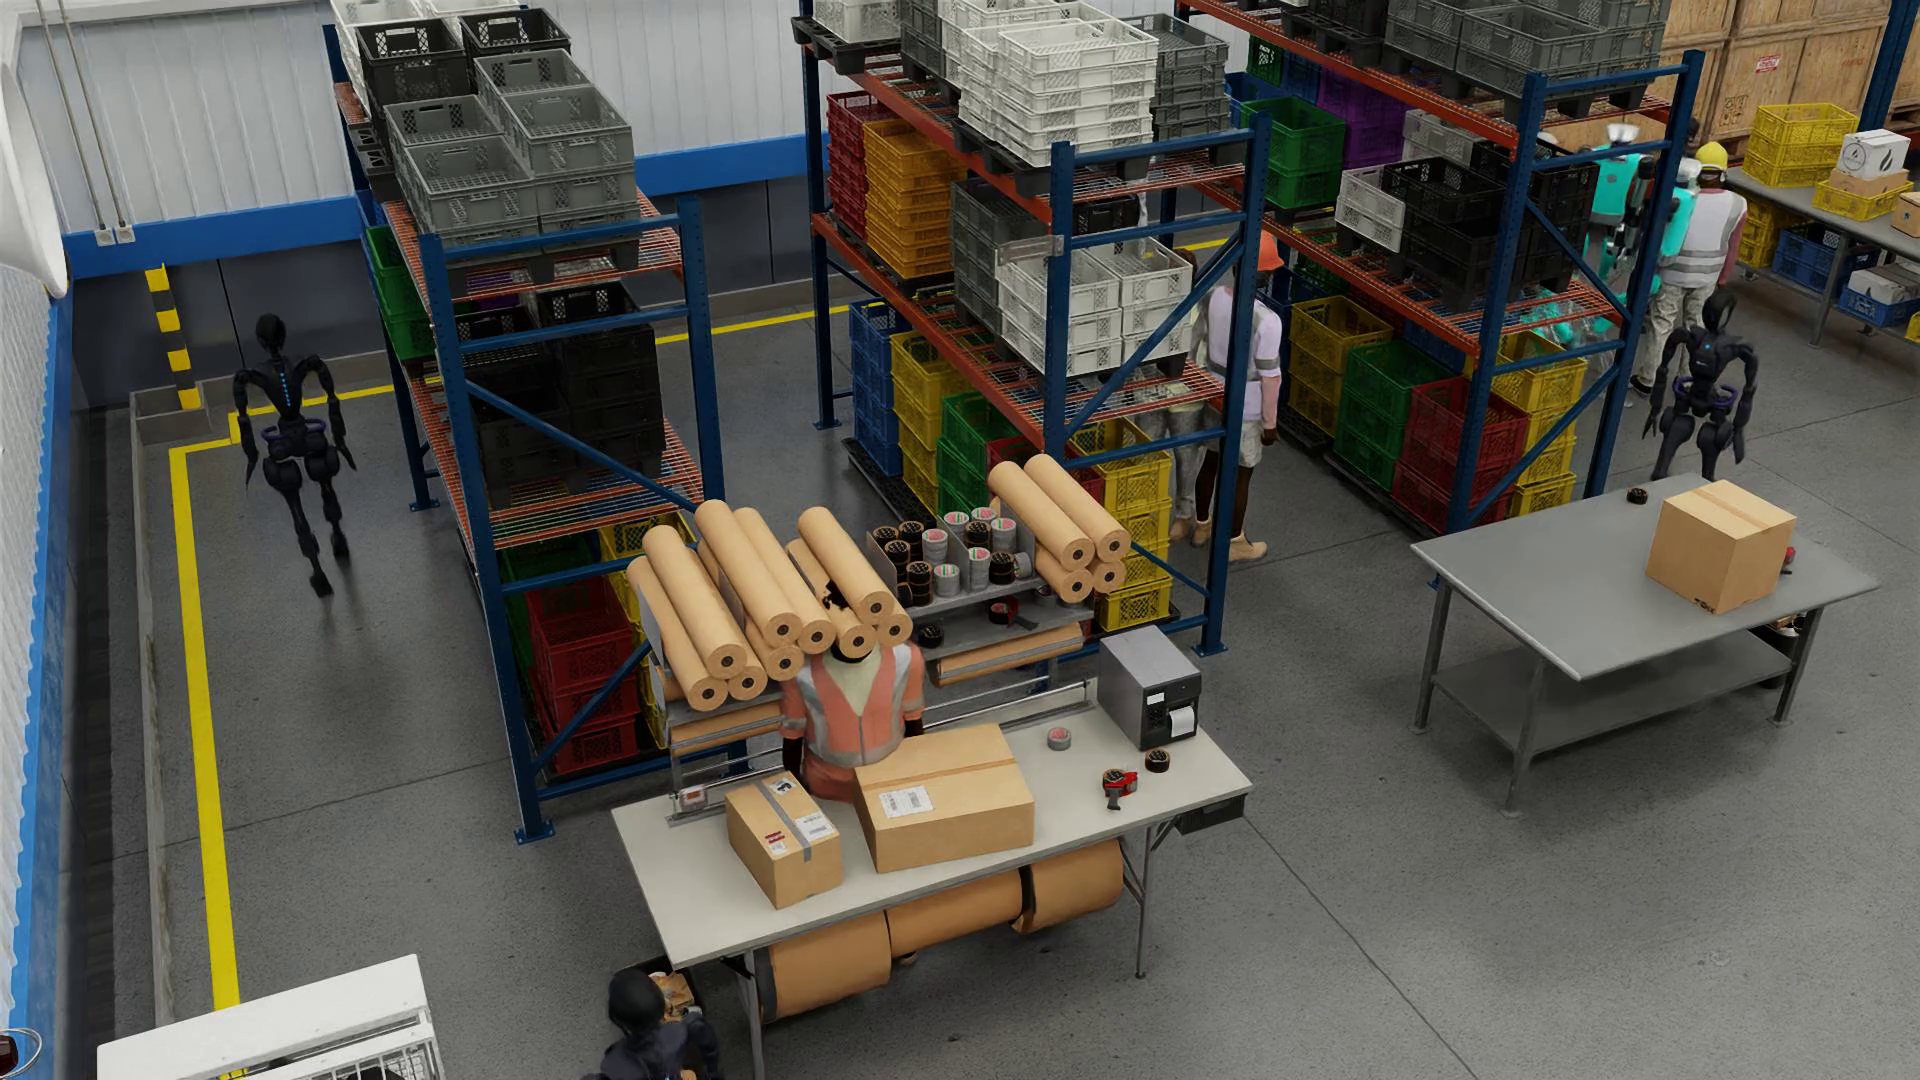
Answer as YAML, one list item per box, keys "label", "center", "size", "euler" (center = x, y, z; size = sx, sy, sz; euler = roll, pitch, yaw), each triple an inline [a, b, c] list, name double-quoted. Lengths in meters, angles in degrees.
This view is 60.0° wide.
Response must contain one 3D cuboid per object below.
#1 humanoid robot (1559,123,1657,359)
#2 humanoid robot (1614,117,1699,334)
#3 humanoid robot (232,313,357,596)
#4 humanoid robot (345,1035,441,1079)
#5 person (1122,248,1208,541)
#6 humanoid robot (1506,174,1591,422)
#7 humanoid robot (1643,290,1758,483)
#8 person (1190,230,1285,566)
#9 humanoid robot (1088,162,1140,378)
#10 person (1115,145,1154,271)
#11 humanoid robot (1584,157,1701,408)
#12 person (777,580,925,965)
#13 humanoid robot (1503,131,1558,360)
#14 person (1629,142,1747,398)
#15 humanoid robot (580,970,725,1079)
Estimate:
- label: "humanoid robot"
  center: [4.674, -2.242, 12.168]
  size: [0.546, 1.766, 0.680]
  euler: [12, 33, 18]
- label: "humanoid robot"
  center: [5.214, -2.352, 12.445]
  size: [0.615, 1.652, 0.355]
  euler: [-27, 41, -37]
- label: "humanoid robot"
  center: [-3.796, -0.521, 9.489]
  size: [0.600, 1.636, 0.681]
  euler: [-16, 35, -24]
- label: "humanoid robot"
  center: [-1.596, 2.310, 4.792]
  size: [0.563, 1.740, 0.850]
  euler: [0, 32, 0]
- label: "person"
  center: [1.246, -0.860, 9.866]
  size: [0.626, 1.842, 0.430]
  euler: [19, 36, 27]
- label: "humanoid robot"
  center: [4.008, -1.574, 11.101]
  size: [0.563, 1.740, 0.850]
  euler: [-21, 37, -30]
- label: "humanoid robot"
  center: [4.394, -0.739, 9.845]
  size: [0.593, 1.630, 0.471]
  euler: [24, 39, 33]
- label: "person"
  center: [1.613, -0.810, 9.595]
  size: [0.371, 2.042, 0.613]
  euler: [-21, 38, -31]
- label: "humanoid robot"
  center: [1.000, -2.033, 11.956]
  size: [0.589, 1.628, 0.726]
  euler: [8, 32, 12]
- label: "person"
  center: [1.369, -2.986, 13.278]
  size: [0.347, 1.883, 0.582]
  euler: [11, 33, 17]
- label: "humanoid robot"
  center: [4.595, -1.819, 11.477]
  size: [0.684, 1.757, 0.547]
  euler: [24, 39, 33]
- label: "person"
  center: [-0.426, 0.966, 6.792]
  size: [0.602, 1.957, 0.368]
  euler: [-8, 33, -13]
- label: "humanoid robot"
  center: [4.003, -1.926, 11.683]
  size: [0.538, 1.776, 0.686]
  euler: [-8, 32, -12]
- label: "person"
  center: [5.008, -1.836, 11.471]
  size: [0.587, 1.822, 0.404]
  euler: [3, 32, 5]
- label: "humanoid robot"
  center: [-0.981, 2.023, 5.343]
  size: [0.585, 1.656, 0.331]
  euler: [-26, 40, -36]
